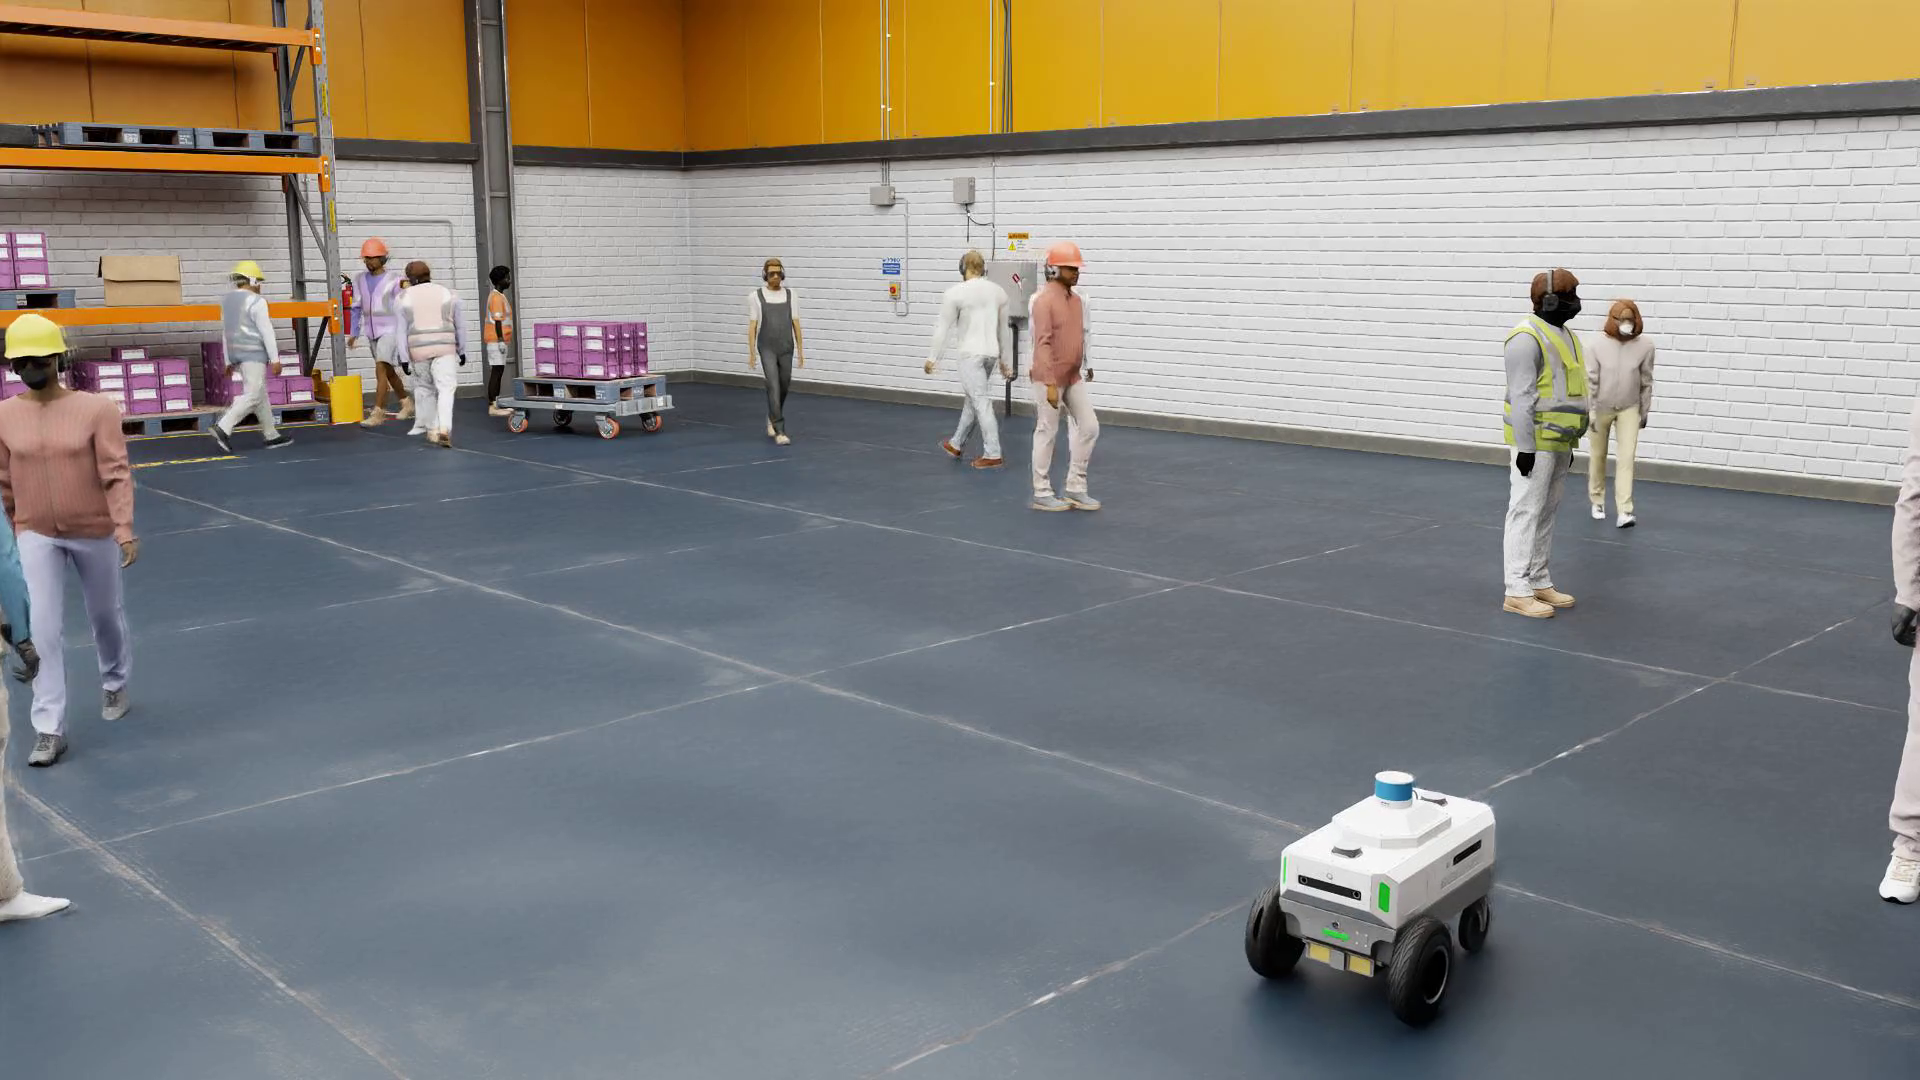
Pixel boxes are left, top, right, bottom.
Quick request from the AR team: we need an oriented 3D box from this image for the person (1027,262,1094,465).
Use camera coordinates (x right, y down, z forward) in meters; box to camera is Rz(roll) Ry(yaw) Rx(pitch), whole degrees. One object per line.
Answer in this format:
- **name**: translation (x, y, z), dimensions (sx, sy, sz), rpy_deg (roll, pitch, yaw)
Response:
- **person**: translation (0.872, -1.583, 14.715), dimensions (0.608, 1.860, 0.840), rpy_deg (-2, 11, -13)

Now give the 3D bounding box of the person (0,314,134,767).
- **person**: translation (-3.564, -0.041, 6.635), dimensions (0.529, 1.726, 0.898), rpy_deg (-3, 11, -17)

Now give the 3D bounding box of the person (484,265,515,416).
- **person**: translation (-5.185, -2.237, 18.712), dimensions (0.323, 1.688, 0.537), rpy_deg (-2, 11, -9)

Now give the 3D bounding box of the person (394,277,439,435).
- **person**: translation (-5.527, -1.898, 17.065), dimensions (0.527, 1.615, 0.617), rpy_deg (4, 11, 22)

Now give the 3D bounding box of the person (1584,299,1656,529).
- **person**: translation (4.578, -0.884, 11.608), dimensions (0.492, 1.573, 0.828), rpy_deg (2, 11, 11)

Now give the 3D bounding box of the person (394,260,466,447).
- **person**: translation (-5.085, -1.794, 16.017), dimensions (0.642, 1.801, 0.940), rpy_deg (-3, 11, -16)

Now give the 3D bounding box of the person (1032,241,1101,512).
- **person**: translation (0.788, -1.164, 12.067), dimensions (0.678, 1.967, 0.638), rpy_deg (8, 13, 37)

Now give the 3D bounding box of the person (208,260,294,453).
- **person**: translation (-6.706, -1.714, 15.578), dimensions (0.605, 1.799, 0.822), rpy_deg (7, 13, 35)

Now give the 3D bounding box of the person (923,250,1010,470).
- **person**: translation (0.070, -1.575, 14.560), dimensions (0.660, 1.878, 1.016), rpy_deg (-8, 13, -39)

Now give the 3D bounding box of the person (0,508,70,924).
- **person**: translation (-2.959, 0.355, 4.801), dimensions (0.609, 1.610, 0.325), rpy_deg (-2, 11, -11)

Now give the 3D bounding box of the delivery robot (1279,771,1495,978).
- **delivery robot**: translation (1.180, 0.878, 4.556), dimensions (0.477, 0.478, 0.707), rpy_deg (9, 13, 40)

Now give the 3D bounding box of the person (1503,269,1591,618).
- **person**: translation (3.142, -0.521, 8.922), dimensions (0.429, 1.847, 0.625), rpy_deg (9, 13, 39)

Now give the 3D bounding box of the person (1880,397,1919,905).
- **person**: translation (3.108, 0.181, 4.923), dimensions (0.640, 1.910, 0.401), rpy_deg (5, 12, 27)

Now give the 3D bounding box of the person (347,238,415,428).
- **person**: translation (-6.160, -2.223, 17.828), dimensions (0.603, 1.997, 1.047), rpy_deg (4, 11, 20)

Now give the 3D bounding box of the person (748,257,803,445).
- **person**: translation (-1.826, -1.871, 16.376), dimensions (0.523, 1.815, 0.881), rpy_deg (-4, 11, -21)
